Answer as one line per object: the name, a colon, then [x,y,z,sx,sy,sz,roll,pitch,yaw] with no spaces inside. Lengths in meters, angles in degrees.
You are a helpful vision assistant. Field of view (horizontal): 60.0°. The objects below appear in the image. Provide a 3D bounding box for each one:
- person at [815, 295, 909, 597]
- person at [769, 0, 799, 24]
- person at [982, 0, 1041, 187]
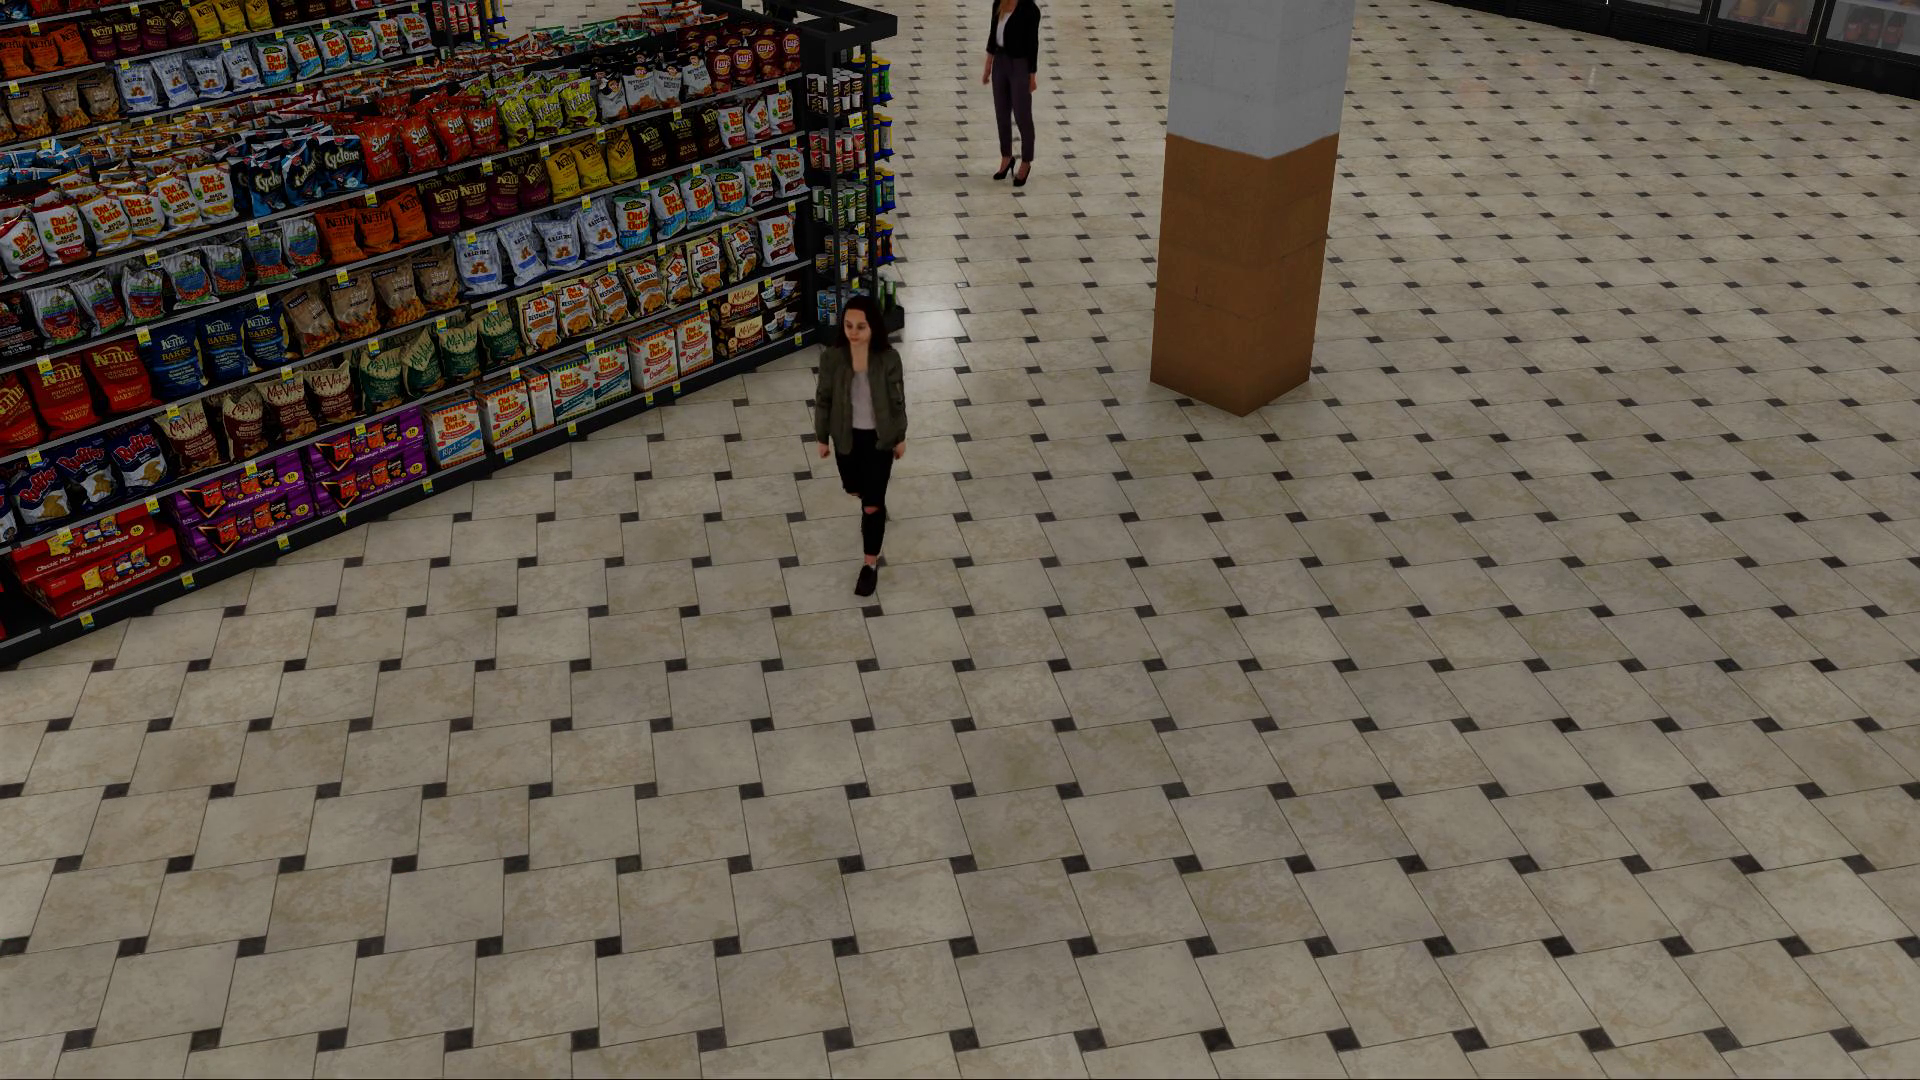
person: [-0.455,-0.516,8.077,0.944,1.451,1.074,5,32,8]
person: [-1.506,-4.205,13.758,0.738,1.712,0.625,9,33,14]
person: [0.419,-3.593,12.814,0.609,1.670,0.527,25,40,34]
